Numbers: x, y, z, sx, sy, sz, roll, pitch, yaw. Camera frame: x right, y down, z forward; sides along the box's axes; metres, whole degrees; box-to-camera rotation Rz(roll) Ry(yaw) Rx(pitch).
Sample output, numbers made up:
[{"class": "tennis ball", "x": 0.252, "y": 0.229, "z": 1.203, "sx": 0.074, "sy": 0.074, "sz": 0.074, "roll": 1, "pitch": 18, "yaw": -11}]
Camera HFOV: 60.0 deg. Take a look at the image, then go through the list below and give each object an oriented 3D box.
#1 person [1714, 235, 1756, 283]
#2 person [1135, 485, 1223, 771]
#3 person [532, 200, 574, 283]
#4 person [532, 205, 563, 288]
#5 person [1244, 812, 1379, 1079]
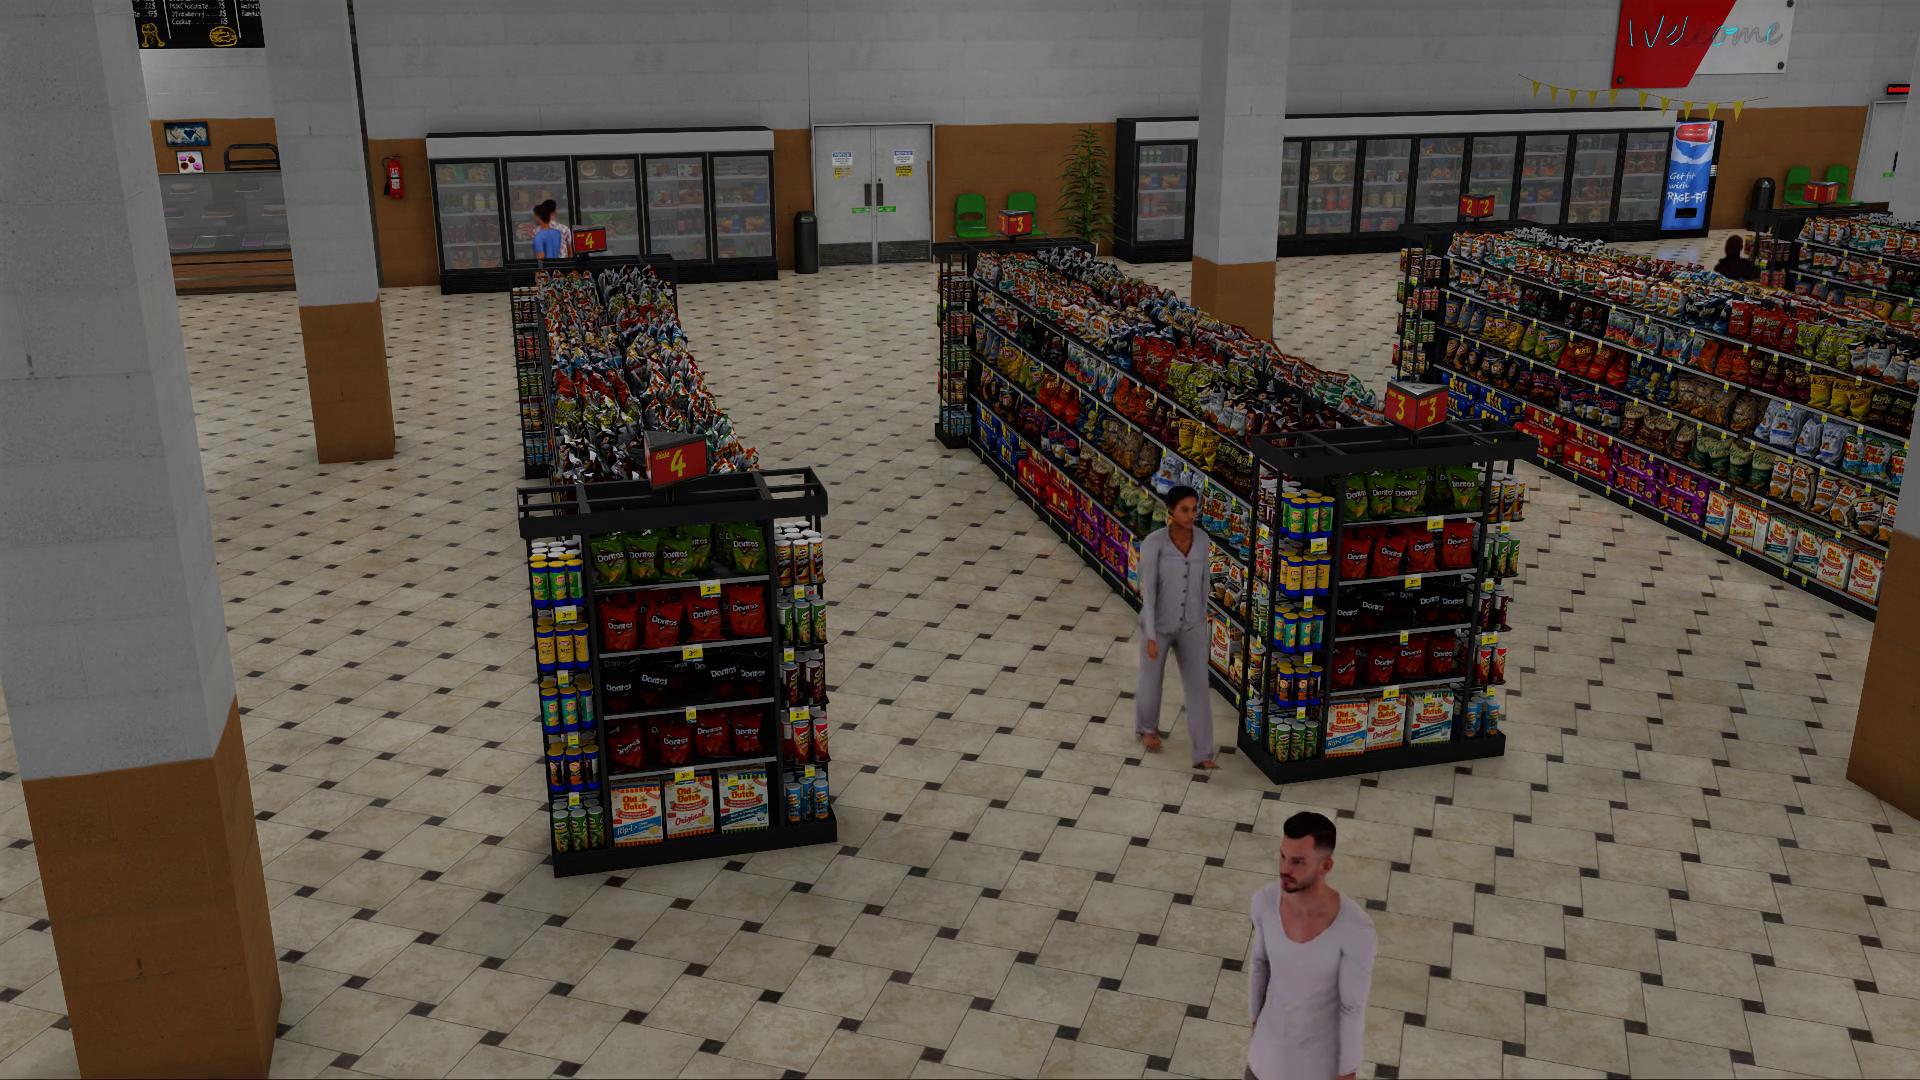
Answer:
[{"class": "person", "x": 8.636, "y": -2.481, "z": 18.603, "sx": 0.797, "sy": 1.807, "sz": 1.030, "roll": -2, "pitch": 19, "yaw": -4}, {"class": "person", "x": 1.227, "y": 0.494, "z": 9.958, "sx": 0.650, "sy": 1.692, "sz": 1.102, "roll": -4, "pitch": 19, "yaw": -12}, {"class": "person", "x": -5.260, "y": -3.503, "z": 21.617, "sx": 0.709, "sy": 1.816, "sz": 0.638, "roll": -9, "pitch": 21, "yaw": -26}, {"class": "person", "x": -5.120, "y": -3.251, "z": 20.795, "sx": 0.803, "sy": 1.864, "sz": 0.711, "roll": 7, "pitch": 20, "yaw": 21}, {"class": "person", "x": 1.270, "y": 1.789, "z": 5.923, "sx": 1.145, "sy": 1.817, "sz": 1.101, "roll": 17, "pitch": 25, "yaw": 40}]
